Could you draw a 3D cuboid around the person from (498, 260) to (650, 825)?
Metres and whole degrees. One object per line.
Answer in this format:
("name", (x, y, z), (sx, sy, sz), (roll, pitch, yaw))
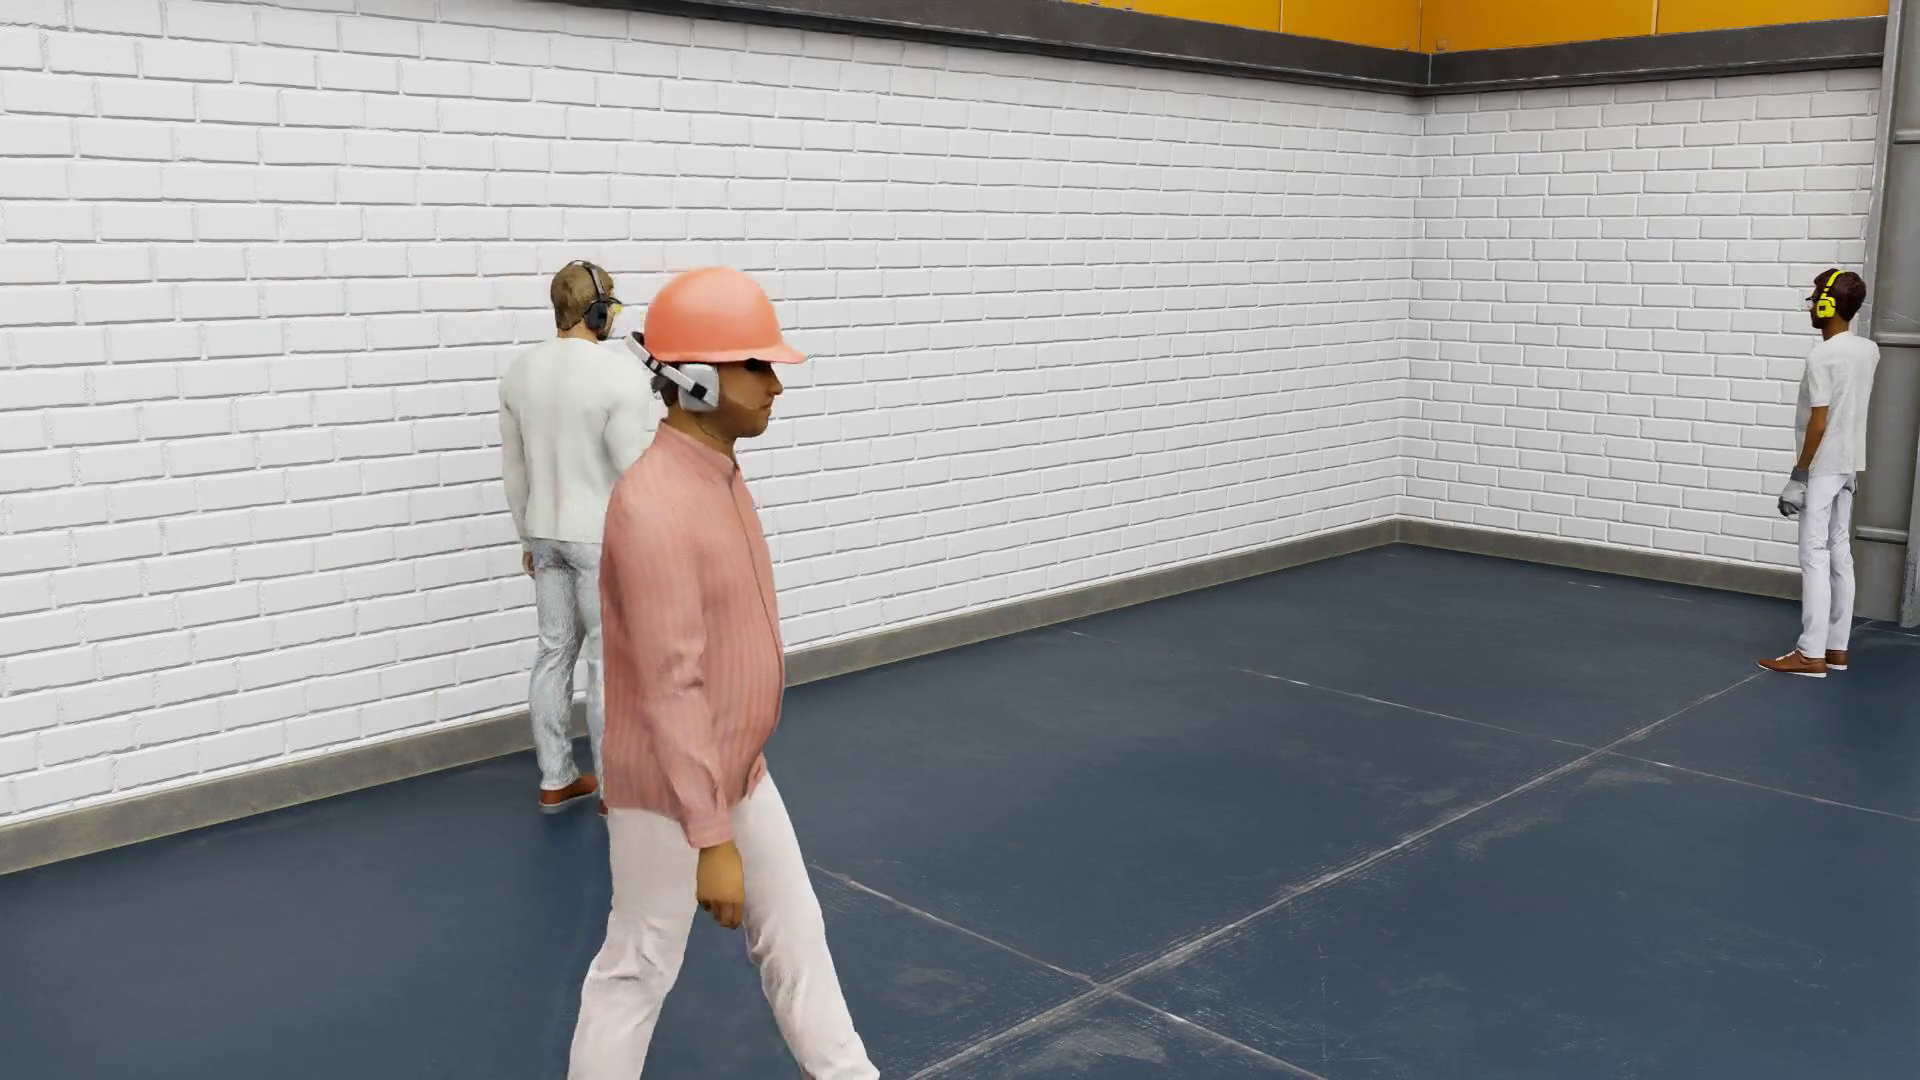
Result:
("person", (-1.297, 0.013, 5.751), (0.630, 1.938, 0.366), (6, 12, 30))

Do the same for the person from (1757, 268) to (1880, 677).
("person", (3.969, -0.302, 7.656), (0.522, 1.873, 0.324), (-7, 13, -34))

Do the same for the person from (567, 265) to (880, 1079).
("person", (-0.381, 0.463, 3.231), (0.973, 1.953, 0.657), (1, 10, 7))
